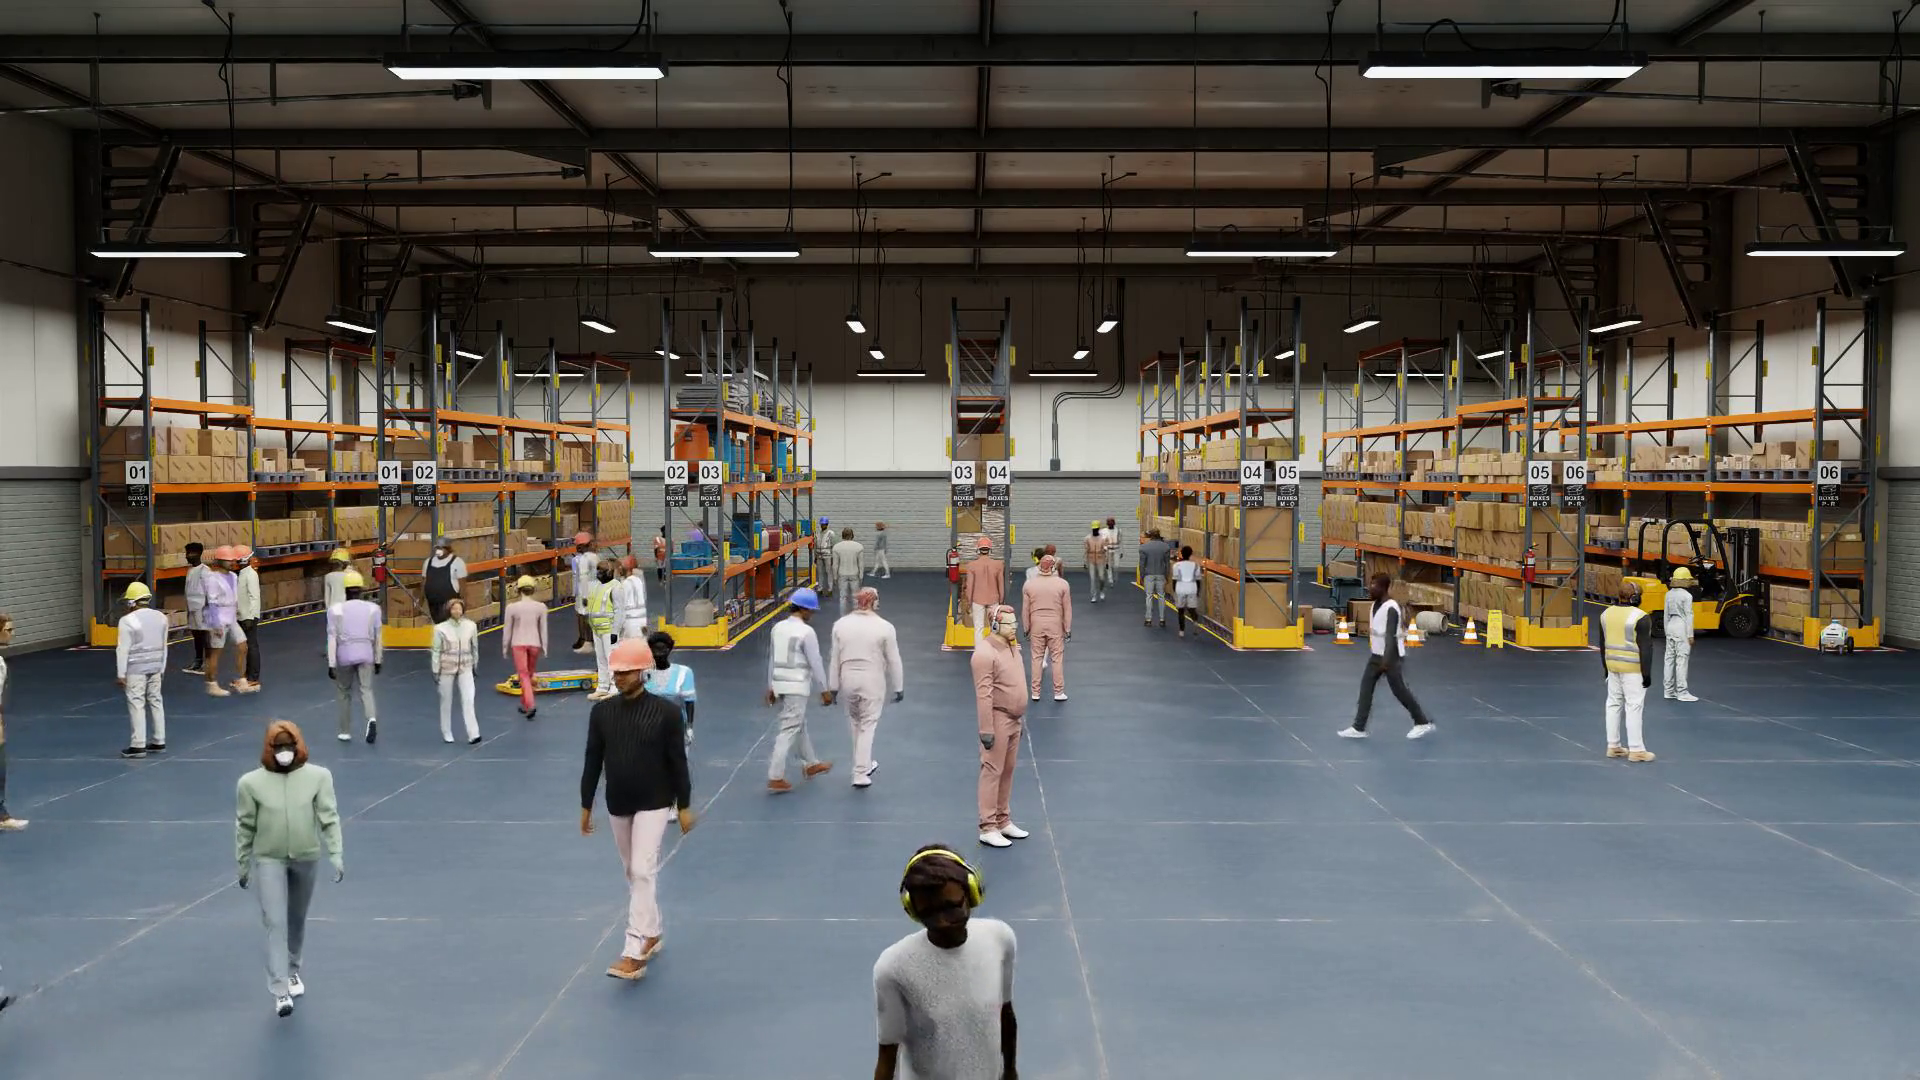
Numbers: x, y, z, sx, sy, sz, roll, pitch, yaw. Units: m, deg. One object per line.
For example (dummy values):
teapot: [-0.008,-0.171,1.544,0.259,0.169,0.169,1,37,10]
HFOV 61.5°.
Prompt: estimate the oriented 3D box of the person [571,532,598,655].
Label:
person: [-6.070,0.875,26.568,0.637,2.027,0.614,0,2,5]

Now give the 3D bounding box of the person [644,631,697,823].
person: [-2.466,1.581,13.445,0.536,1.648,0.866,0,2,-10]

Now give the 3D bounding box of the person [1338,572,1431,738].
person: [4.809,1.302,18.133,1.019,1.849,0.603,0,2,-8]

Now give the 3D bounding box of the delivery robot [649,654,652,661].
delivery robot: [-4.727,1.721,22.846,0.707,0.478,0.477,-2,3,-36]

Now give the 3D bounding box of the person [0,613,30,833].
person: [-8.004,1.506,13.158,0.652,1.826,0.517,-2,3,-44]

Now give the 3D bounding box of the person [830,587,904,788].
person: [-0.854,1.389,15.474,0.671,1.866,0.913,1,2,22]

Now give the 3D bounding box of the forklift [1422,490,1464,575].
forklift: [13.926,-0.371,47.846,1.873,2.768,1.129,0,2,0]

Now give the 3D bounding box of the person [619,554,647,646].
person: [-5.709,1.039,27.865,0.865,1.586,0.512,1,3,29]

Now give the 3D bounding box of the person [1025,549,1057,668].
person: [1.280,1.039,25.004,0.554,1.806,0.960,0,2,1]

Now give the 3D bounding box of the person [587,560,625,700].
person: [-4.630,1.183,21.082,0.429,1.844,0.627,-2,3,-42]

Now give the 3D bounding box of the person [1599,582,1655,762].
person: [6.948,1.353,16.789,0.430,1.845,0.624,-1,2,-23]

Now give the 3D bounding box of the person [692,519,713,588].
person: [-6.790,0.356,42.499,0.567,1.805,0.907,0,2,4]

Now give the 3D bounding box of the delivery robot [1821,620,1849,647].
delivery robot: [14.484,1.567,26.726,0.477,0.478,0.707,2,3,35]

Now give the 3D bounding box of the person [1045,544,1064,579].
person: [1.765,0.879,31.553,0.535,1.610,0.722,0,2,2]

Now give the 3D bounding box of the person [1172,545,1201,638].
person: [4.103,0.940,29.164,0.543,1.687,0.471,0,2,-7]

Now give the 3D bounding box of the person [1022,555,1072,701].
person: [1.143,1.150,21.108,0.651,1.906,0.403,0,2,11]

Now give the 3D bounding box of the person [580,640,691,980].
person: [-1.977,1.579,9.561,0.653,1.956,0.946,1,2,18]

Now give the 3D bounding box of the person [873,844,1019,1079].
person: [-0.052,1.824,5.113,0.579,1.827,0.626,-1,3,-28]

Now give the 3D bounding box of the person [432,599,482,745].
person: [-5.480,1.441,17.589,0.545,1.587,0.860,-2,3,-35]

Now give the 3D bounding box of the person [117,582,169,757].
person: [-8.627,1.353,17.019,0.403,1.825,0.592,1,2,21]

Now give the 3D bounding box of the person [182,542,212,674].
person: [-11.320,1.005,23.988,0.611,1.964,0.364,2,3,41]

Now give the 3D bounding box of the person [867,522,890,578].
person: [-2.358,0.295,46.317,0.813,1.593,0.515,1,2,17]

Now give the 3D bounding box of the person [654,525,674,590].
person: [-7.623,0.444,41.583,0.533,1.679,0.578,0,2,-11]

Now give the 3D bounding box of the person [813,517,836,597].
person: [-3.301,0.406,39.289,0.612,1.950,0.377,1,3,29]

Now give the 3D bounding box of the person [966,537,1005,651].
person: [0.383,0.954,24.927,0.611,1.996,0.378,0,2,-12]

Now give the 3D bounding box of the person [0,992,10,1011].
person: [-5.097,1.743,8.114,0.419,1.751,0.527,-2,3,-42]

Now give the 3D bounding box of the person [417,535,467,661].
person: [-8.211,0.935,25.385,0.701,2.000,0.793,1,2,15]

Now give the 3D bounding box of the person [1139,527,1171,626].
person: [3.811,0.716,31.637,0.630,1.940,0.372,0,2,-5]

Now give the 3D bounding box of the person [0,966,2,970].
person: [-2.478,1.827,3.935,0.586,1.909,0.705,1,3,28]

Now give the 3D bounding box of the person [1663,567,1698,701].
person: [9.462,1.226,21.209,0.307,1.745,0.484,-1,2,-15]

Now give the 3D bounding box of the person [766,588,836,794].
person: [-1.477,1.395,15.139,0.901,1.886,0.614,-2,3,-37]

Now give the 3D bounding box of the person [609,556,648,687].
person: [-4.550,1.144,21.827,0.937,1.844,0.594,0,2,6]

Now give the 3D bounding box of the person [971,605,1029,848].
person: [0.344,1.473,12.955,0.409,1.907,0.651,1,2,24]

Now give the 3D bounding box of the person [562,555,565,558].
person: [-10.851,0.285,43.230,0.628,1.894,1.055,1,2,15]

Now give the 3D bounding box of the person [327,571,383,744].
person: [-6.631,1.292,17.747,0.592,1.902,0.828,-1,3,-33]

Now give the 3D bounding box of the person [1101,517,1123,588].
person: [3.997,0.317,42.490,0.599,1.869,0.423,0,2,-4]

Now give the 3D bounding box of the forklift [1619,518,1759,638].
forklift: [13.417,0.684,29.791,2.313,2.155,1.214,0,2,0]

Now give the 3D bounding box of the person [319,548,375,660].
person: [-9.877,1.016,26.036,0.811,1.787,0.588,-1,2,-20]

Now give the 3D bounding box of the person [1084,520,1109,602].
person: [3.167,0.491,37.583,0.588,1.915,0.407,0,2,12]

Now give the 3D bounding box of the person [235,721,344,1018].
person: [-3.684,1.792,8.889,0.520,1.583,0.886,-1,3,-32]

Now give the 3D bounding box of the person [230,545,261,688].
person: [-9.890,1.062,22.336,0.393,1.985,0.611,-2,3,-37]

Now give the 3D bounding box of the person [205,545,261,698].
person: [-9.638,1.082,21.403,0.827,2.015,0.643,0,2,10]

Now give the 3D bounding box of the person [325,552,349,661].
person: [-9.615,1.061,25.151,0.546,1.765,0.363,1,2,20]

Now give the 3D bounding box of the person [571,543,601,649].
person: [-6.405,0.878,27.558,0.360,1.938,0.546,2,3,44]

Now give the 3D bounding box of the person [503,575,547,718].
person: [-5.301,1.290,19.740,0.530,1.731,0.852,-2,3,-34]

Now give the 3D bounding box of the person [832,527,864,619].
person: [-2.181,0.723,31.534,0.627,1.934,0.370,0,2,-6]

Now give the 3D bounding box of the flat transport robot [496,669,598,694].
flat transport robot: [-5.553,1.935,22.150,1.431,0.197,0.652,-2,3,-36]
